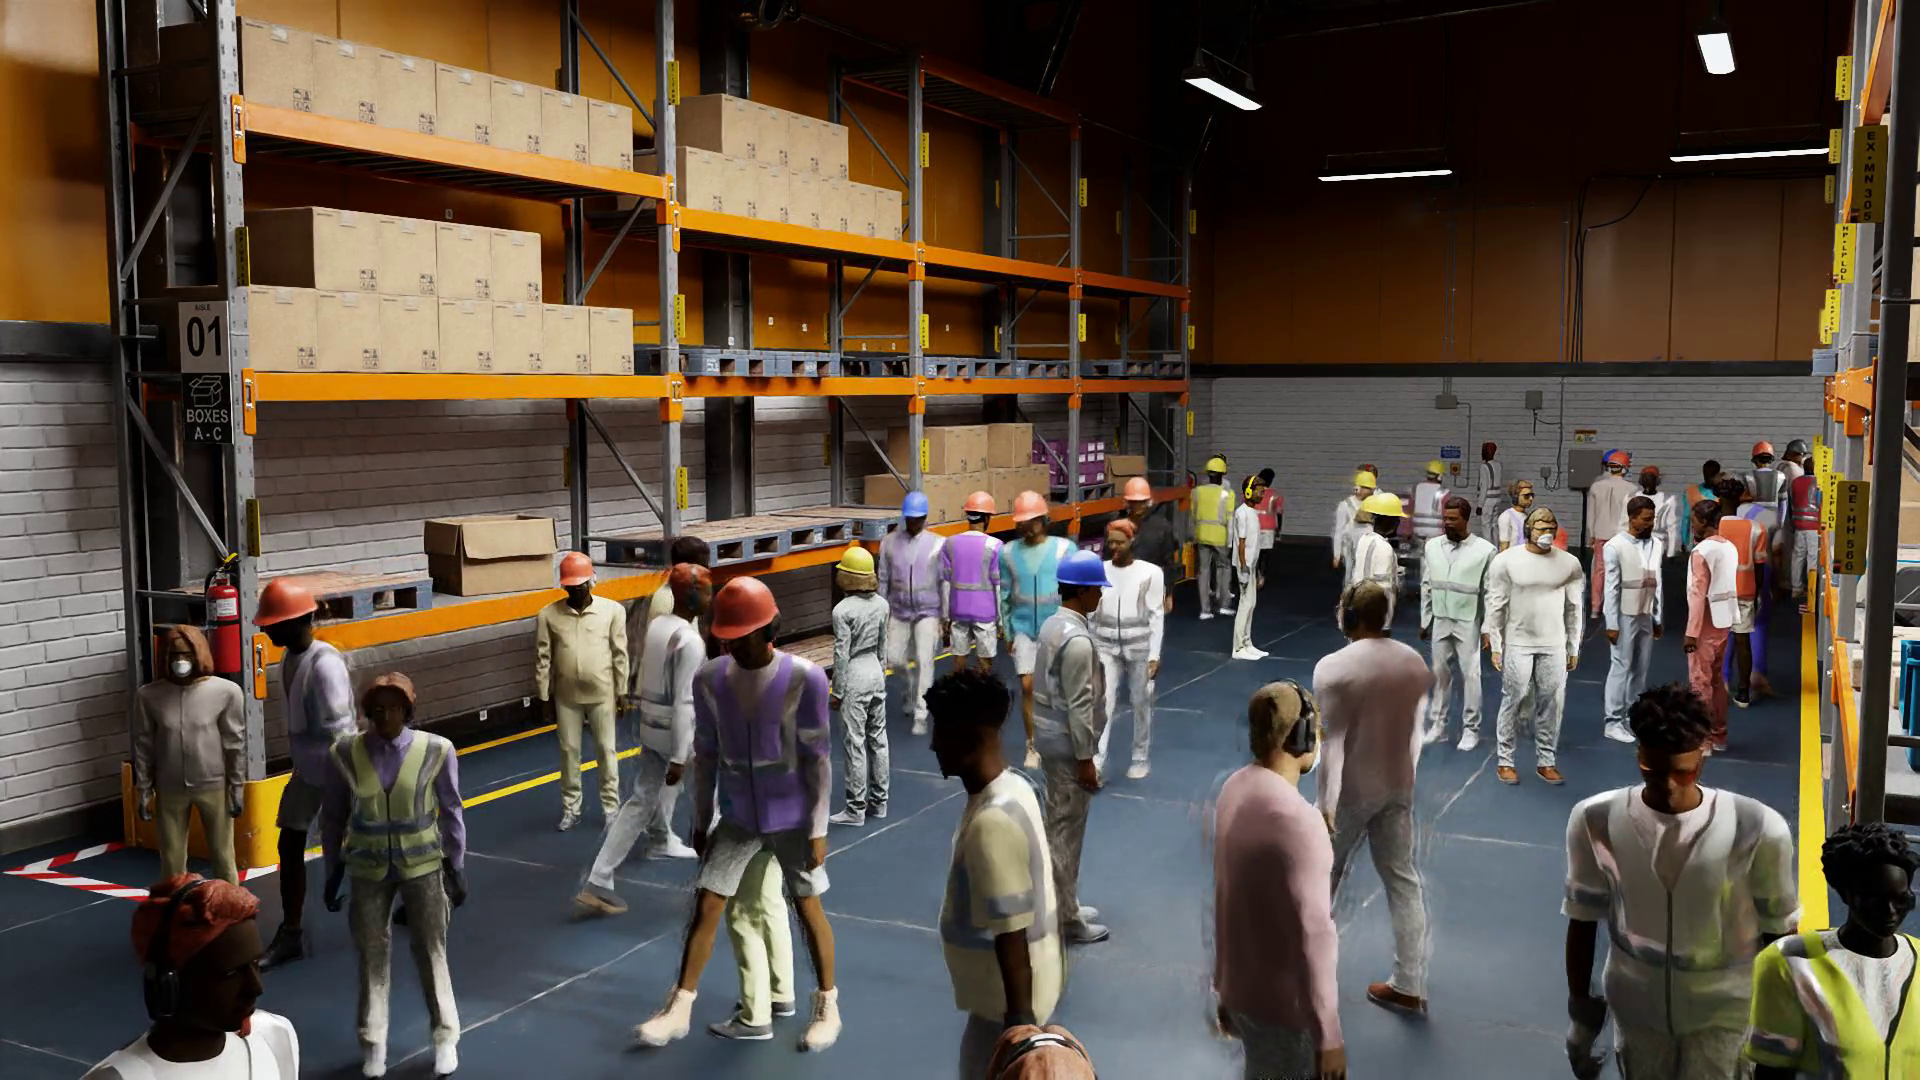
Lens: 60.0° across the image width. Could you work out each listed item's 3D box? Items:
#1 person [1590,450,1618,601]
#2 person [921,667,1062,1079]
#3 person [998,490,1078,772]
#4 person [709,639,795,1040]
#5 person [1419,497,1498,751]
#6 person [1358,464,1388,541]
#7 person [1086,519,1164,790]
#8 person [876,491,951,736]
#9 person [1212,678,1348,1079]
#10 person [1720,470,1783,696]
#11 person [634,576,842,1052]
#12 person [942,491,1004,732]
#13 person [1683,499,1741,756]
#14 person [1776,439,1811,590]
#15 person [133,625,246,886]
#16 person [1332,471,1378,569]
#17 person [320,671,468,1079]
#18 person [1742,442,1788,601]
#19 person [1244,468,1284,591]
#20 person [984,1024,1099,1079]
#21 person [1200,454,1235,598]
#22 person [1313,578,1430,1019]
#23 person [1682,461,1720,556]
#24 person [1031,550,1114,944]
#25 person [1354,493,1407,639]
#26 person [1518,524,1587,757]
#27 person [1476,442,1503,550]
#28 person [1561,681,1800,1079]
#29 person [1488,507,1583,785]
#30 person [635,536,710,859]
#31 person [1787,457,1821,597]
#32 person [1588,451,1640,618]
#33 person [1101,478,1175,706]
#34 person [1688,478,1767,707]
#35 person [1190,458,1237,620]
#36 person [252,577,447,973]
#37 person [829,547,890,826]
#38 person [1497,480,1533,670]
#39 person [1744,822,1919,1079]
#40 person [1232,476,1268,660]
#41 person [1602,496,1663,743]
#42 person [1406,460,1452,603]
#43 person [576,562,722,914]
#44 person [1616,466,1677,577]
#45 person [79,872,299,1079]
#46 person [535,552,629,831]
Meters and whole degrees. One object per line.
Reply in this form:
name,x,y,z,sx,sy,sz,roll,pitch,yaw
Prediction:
person,8.274,-0.183,21.211,0.416,1.939,0.604,-1,5,-10
person,0.179,1.336,5.018,0.579,1.926,0.802,0,5,0
person,0.594,0.629,12.136,0.613,2.011,0.843,1,5,11
person,-0.892,1.225,7.110,0.354,1.737,0.576,2,6,16
person,3.776,0.624,12.613,0.597,1.916,0.371,5,7,44
person,4.746,0.041,19.269,0.382,1.845,0.571,3,6,26
person,1.103,0.780,11.375,0.579,1.831,0.978,2,6,20
person,-0.359,0.563,13.226,0.624,1.924,0.671,1,5,9
person,0.841,1.354,4.863,0.837,1.900,0.657,0,5,-3
person,6.915,0.361,14.787,0.702,2.000,0.726,2,6,21
person,-0.889,1.125,6.860,0.772,2.003,0.546,2,6,16
person,0.133,0.581,13.075,0.548,1.925,0.392,3,6,26
person,5.599,0.649,12.420,0.401,1.908,0.597,5,7,44
person,11.267,-0.351,22.459,0.536,2.000,0.683,1,5,7
person,-3.663,1.206,7.933,0.497,1.626,0.291,-1,5,-12
person,4.492,0.146,18.401,0.586,1.792,0.839,-3,6,-33
person,-2.250,1.328,6.630,0.556,1.626,0.324,-1,5,-11
person,10.117,-0.221,21.039,0.605,2.044,0.375,0,5,2
person,4.049,-0.146,22.371,0.556,1.644,0.858,2,6,22
person,0.151,1.663,2.916,0.513,1.641,0.309,-1,5,-15
person,3.318,-0.179,21.516,0.312,1.869,0.535,-5,7,-43
person,1.770,1.111,7.511,0.655,1.888,0.983,-2,6,-25
person,8.903,-0.012,19.755,0.611,1.877,0.994,2,6,20
person,0.562,1.016,8.293,0.414,1.940,0.610,-1,5,-7
person,3.279,0.588,13.014,0.397,1.918,0.588,0,5,0
person,4.418,0.726,12.574,0.580,1.720,0.766,1,5,12
person,8.093,-0.555,25.488,0.350,1.882,0.583,5,7,43
person,2.021,1.353,4.702,0.634,1.925,0.683,4,7,36
person,3.950,0.731,11.437,0.635,1.932,0.363,0,5,2
person,-1.633,0.917,9.592,0.484,1.893,0.616,-1,5,-12
person,10.935,-0.151,21.370,0.429,1.844,0.626,-2,6,-16
person,7.679,-0.048,19.505,0.616,1.986,0.407,5,7,43
person,1.484,0.462,14.128,0.643,1.951,0.933,1,5,13
person,6.550,0.452,14.203,0.603,1.967,0.366,1,5,7
person,3.010,-0.016,19.604,0.588,1.904,0.722,3,6,29
person,-2.972,1.081,8.047,0.559,1.876,0.972,4,7,40
person,-0.643,0.911,10.448,0.287,1.746,0.487,4,7,36
person,5.370,0.341,16.045,0.344,1.847,0.505,5,7,45
person,2.202,1.524,4.105,0.535,1.697,0.322,0,5,2
person,2.905,0.279,16.686,0.336,1.856,0.530,2,6,21
person,5.198,0.607,12.879,0.598,1.908,0.410,-3,6,-31
person,6.007,-0.106,21.063,0.616,1.806,0.610,-5,7,-42
person,-1.546,1.034,8.659,0.967,1.850,0.619,-4,7,-35
person,7.514,0.124,18.324,0.590,1.858,0.824,5,7,42
person,-1.399,1.536,3.055,0.351,1.878,0.568,2,6,19
person,-2.329,0.933,10.256,0.573,1.739,0.354,-1,5,-6
